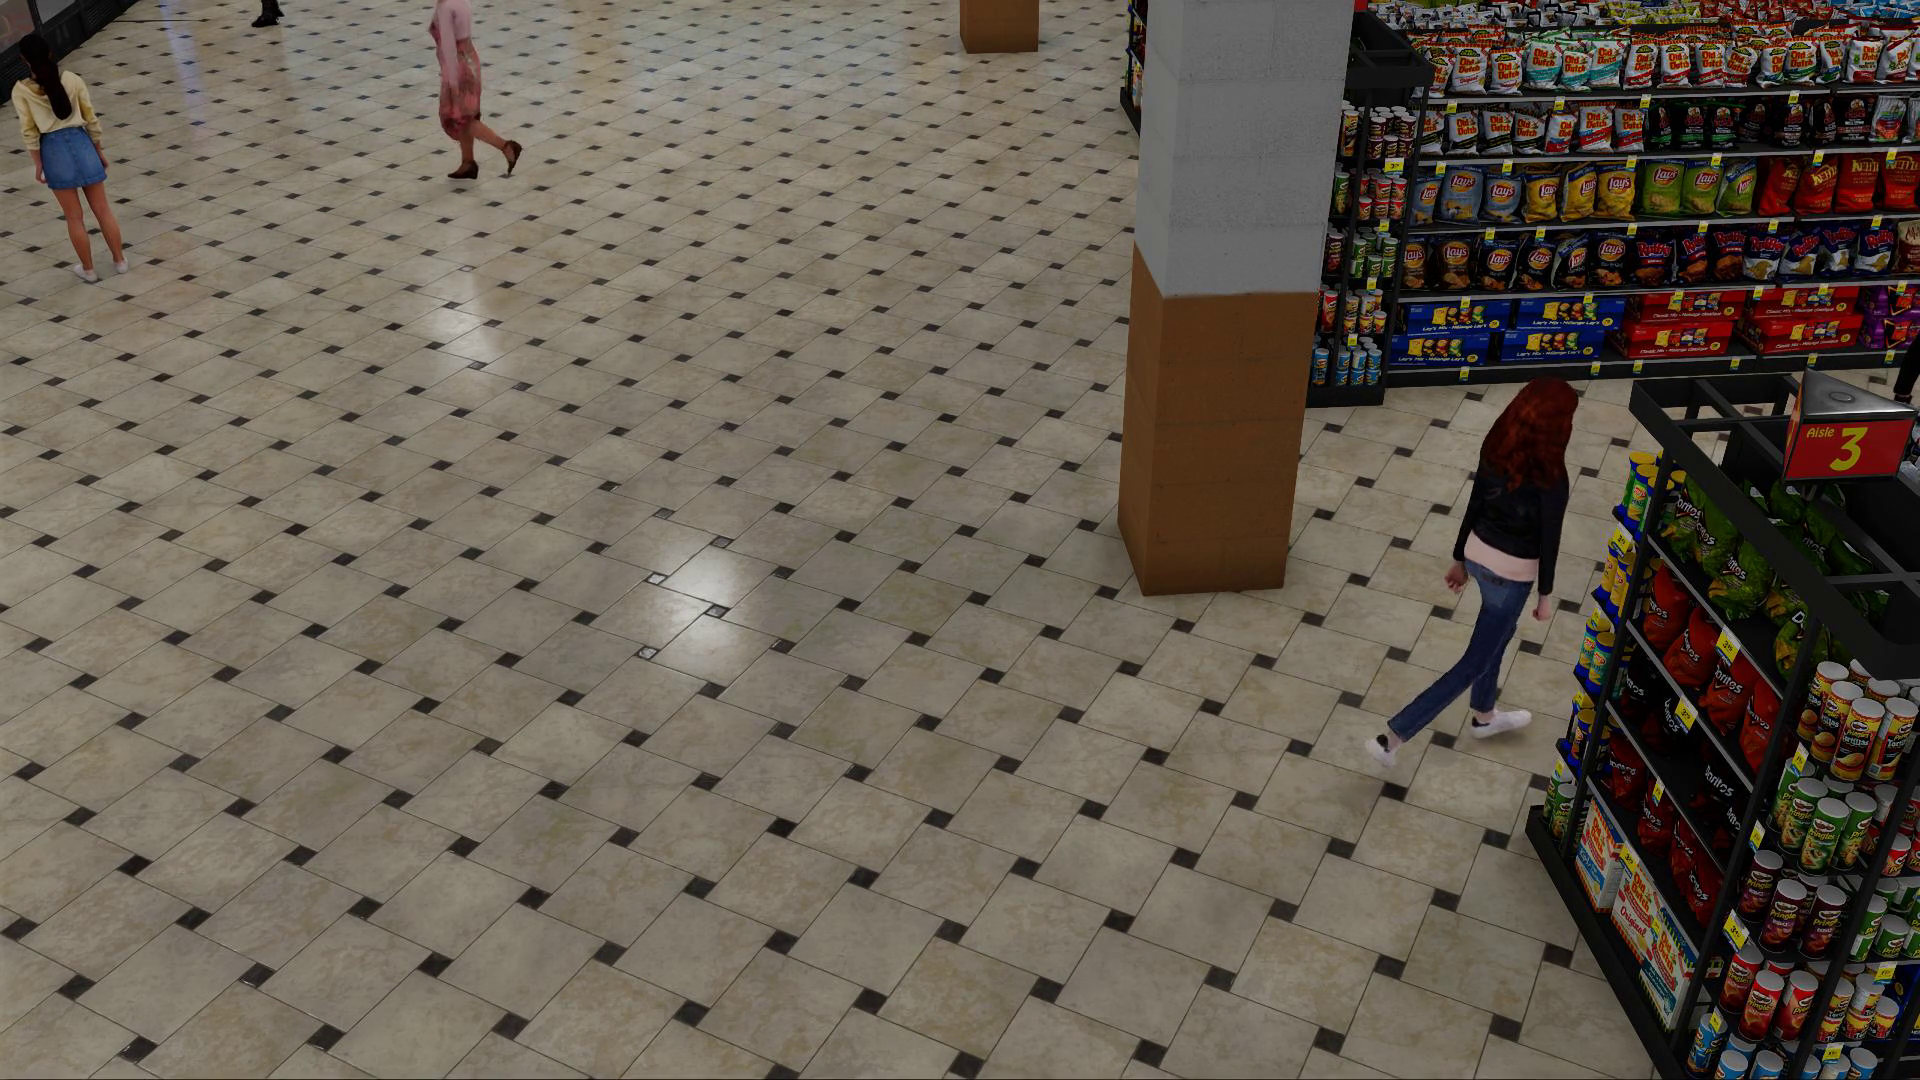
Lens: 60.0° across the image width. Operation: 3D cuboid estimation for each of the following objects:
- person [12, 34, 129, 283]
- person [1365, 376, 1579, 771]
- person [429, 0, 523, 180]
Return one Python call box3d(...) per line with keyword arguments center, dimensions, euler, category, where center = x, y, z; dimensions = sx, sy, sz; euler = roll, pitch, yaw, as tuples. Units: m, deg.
box3d(center=(-5.882, -2.519, 10.981), dimensions=(0.690, 1.631, 0.788), euler=(-24, 39, -33), category="person")
box3d(center=(2.030, 0.208, 6.478), dimensions=(1.212, 1.759, 0.825), euler=(-15, 35, -23), category="person")
box3d(center=(-3.694, -3.509, 12.531), dimensions=(0.890, 1.673, 0.654), euler=(1, 32, 2), category="person")
